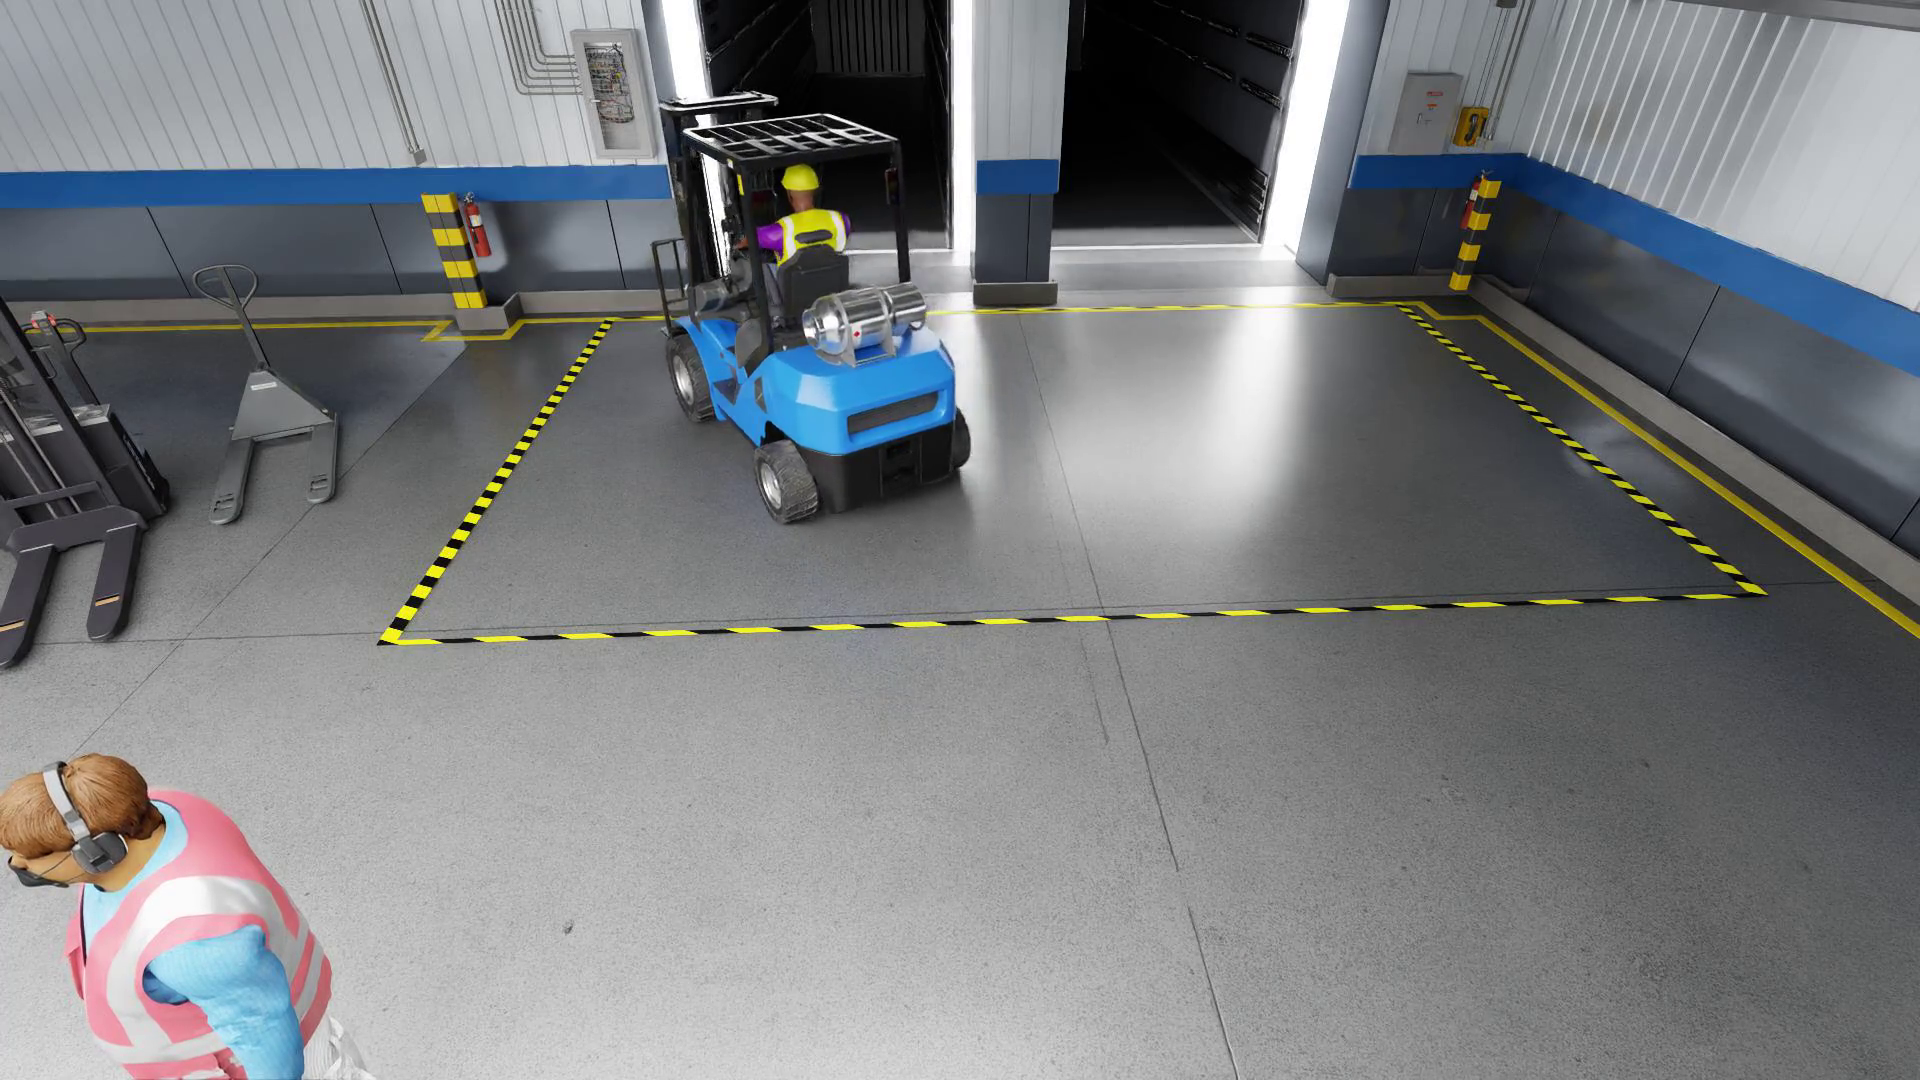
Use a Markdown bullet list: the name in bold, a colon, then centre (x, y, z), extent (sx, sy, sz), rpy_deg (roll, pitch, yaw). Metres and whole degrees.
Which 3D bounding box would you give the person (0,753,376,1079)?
- **person**: centre (-1.844, 1.230, 2.358), extent (0.626, 1.844, 0.429), rpy_deg (26, 43, 32)

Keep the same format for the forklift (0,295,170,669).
- **forklift**: centre (-5.212, -0.618, 4.878), extent (0.823, 1.965, 1.885), rpy_deg (-20, 39, -26)

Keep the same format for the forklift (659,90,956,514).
- **forklift**: centre (-1.095, -1.692, 6.111), extent (1.157, 2.036, 2.680), rpy_deg (-20, 40, -27)

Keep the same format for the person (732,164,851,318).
- **person**: centre (-1.121, -1.877, 6.048), extent (0.635, 1.294, 1.004), rpy_deg (-20, 40, -27)

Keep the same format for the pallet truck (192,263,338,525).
- **pallet truck**: centre (-4.778, -1.027, 6.128), extent (0.680, 1.201, 1.601), rpy_deg (-17, 38, -23)
